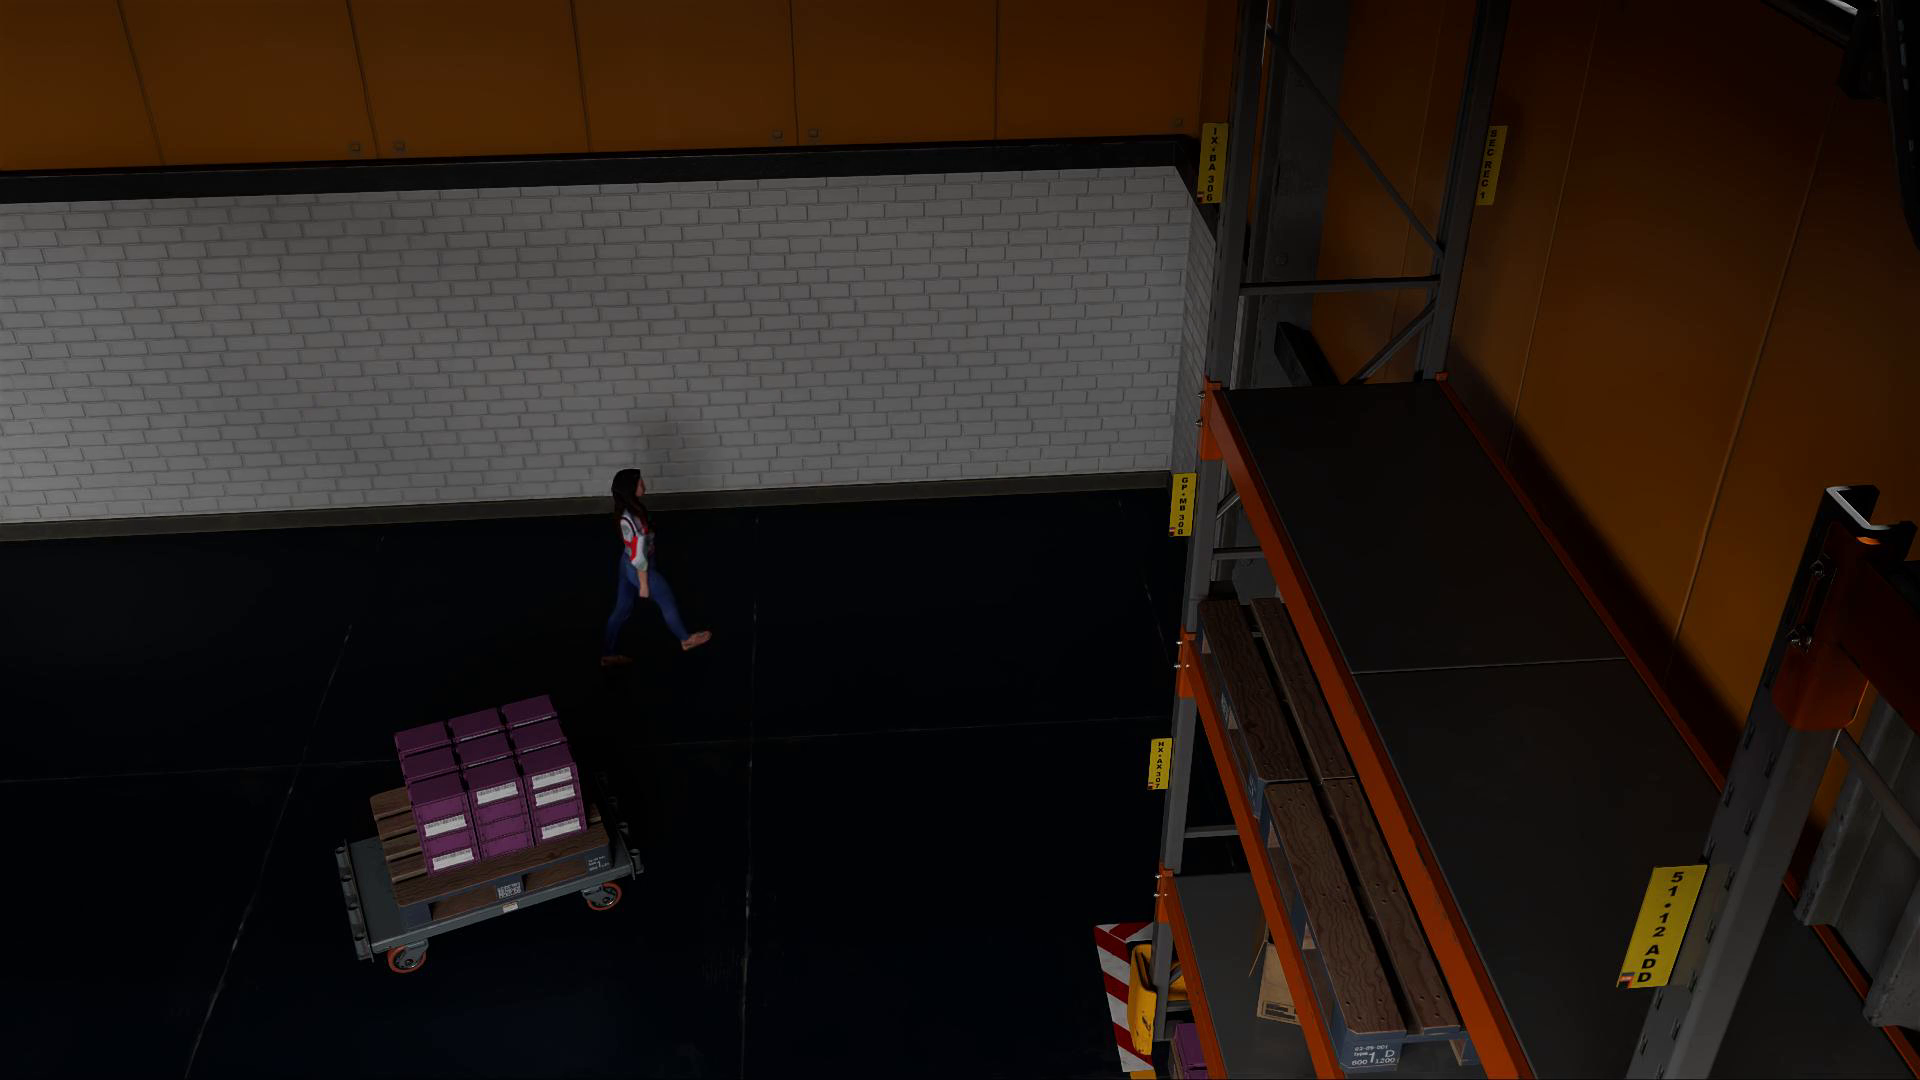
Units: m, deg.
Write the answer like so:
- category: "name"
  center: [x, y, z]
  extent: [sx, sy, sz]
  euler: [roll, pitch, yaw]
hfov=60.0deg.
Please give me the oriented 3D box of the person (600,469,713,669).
- category: "person"
  center: [-2.309, 0.236, 11.580]
  extent: [0.954, 1.572, 1.086]
  euler: [-16, 37, -23]
